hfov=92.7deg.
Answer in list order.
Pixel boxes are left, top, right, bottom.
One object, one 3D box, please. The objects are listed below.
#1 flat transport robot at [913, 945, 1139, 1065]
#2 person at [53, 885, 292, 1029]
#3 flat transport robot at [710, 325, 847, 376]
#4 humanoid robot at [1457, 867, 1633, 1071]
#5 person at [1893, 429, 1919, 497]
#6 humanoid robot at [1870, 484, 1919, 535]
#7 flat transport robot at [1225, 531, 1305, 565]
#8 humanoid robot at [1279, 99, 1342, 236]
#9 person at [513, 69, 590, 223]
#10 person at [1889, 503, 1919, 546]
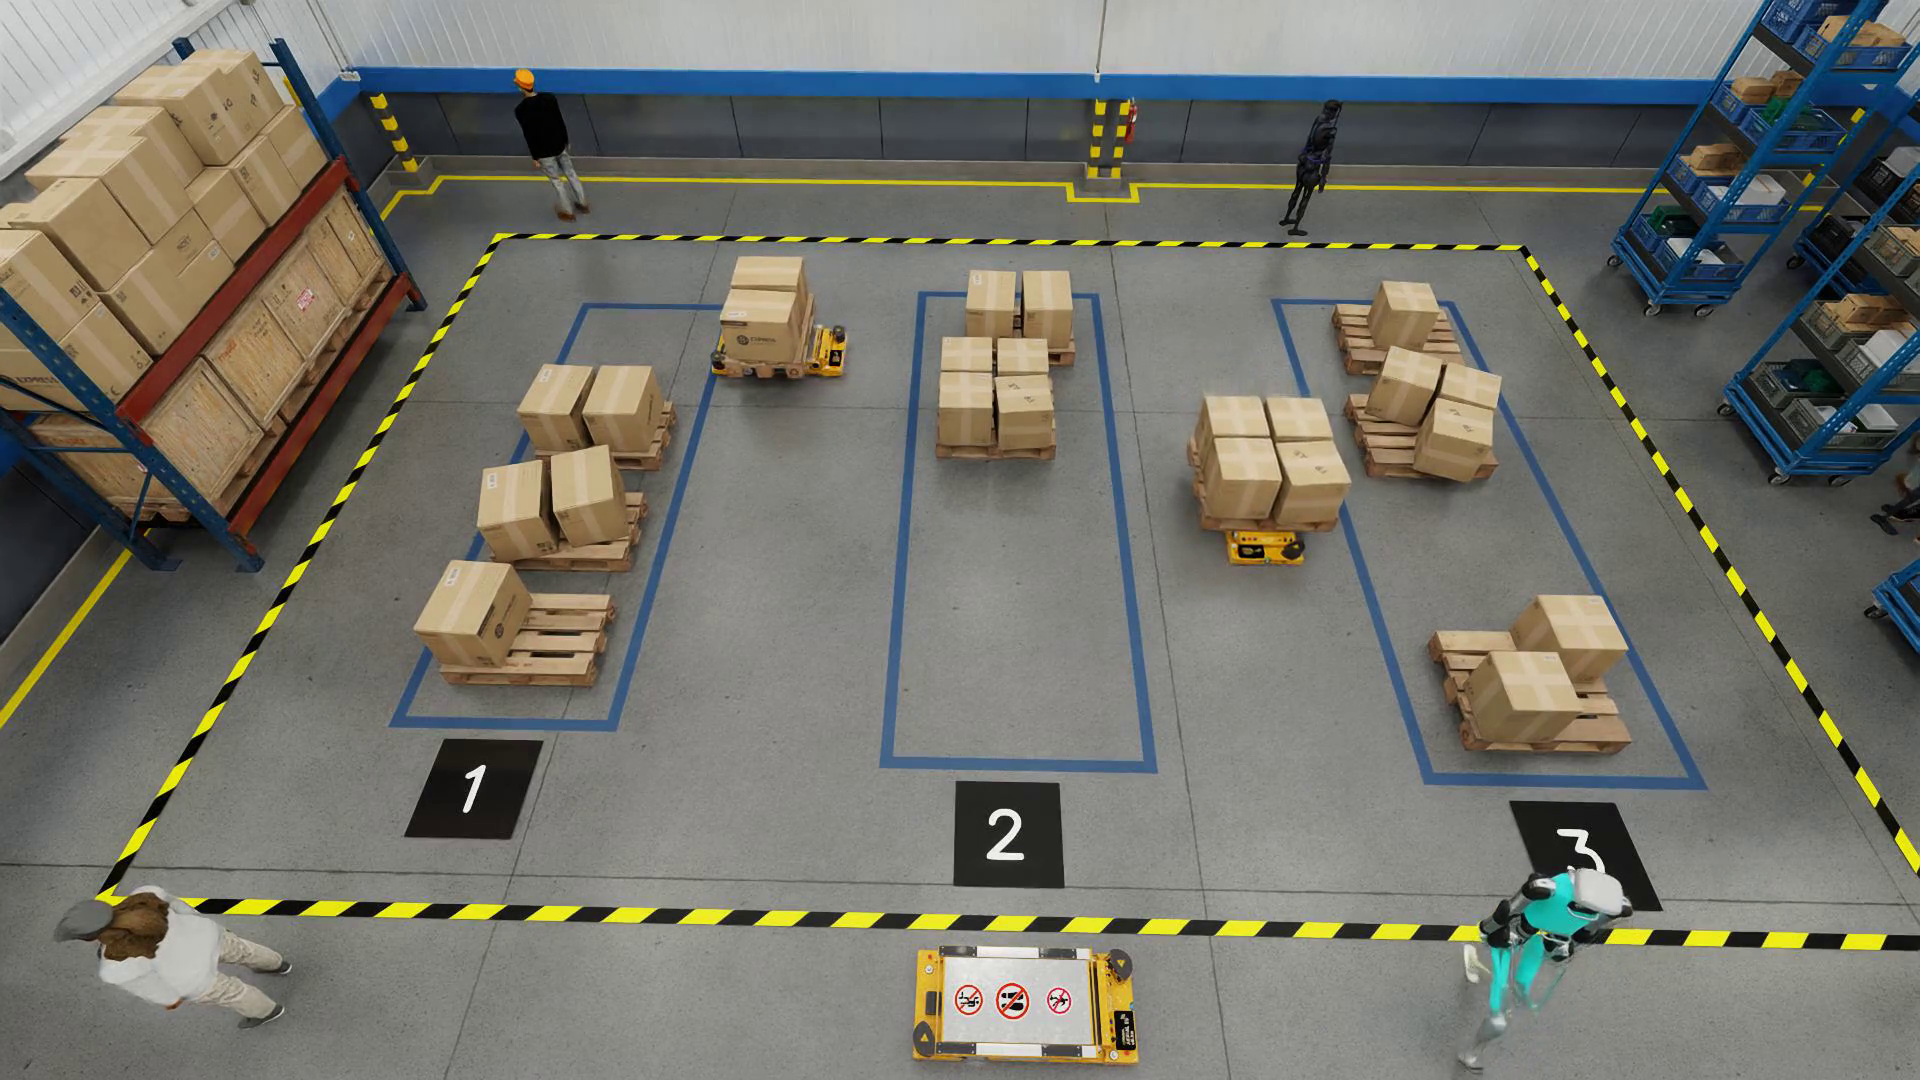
[{"bbox_3d":[0.422,3.041,6.007,1.431,0.231,0.659,1,51,1],"label":"flat transport robot"},{"bbox_3d":[-4.618,2.498,5.480,0.396,1.769,0.562,-9,51,-8],"label":"person"},{"bbox_3d":[-2.009,-2.124,10.199,1.431,0.197,0.652,1,51,1],"label":"flat transport robot"},{"bbox_3d":[3.378,2.633,5.400,0.532,1.768,0.961,11,52,8],"label":"humanoid robot"},{"bbox_3d":[9.481,-1.314,8.516,0.630,1.883,1.015,19,53,15],"label":"person"},{"bbox_3d":[8.957,-0.711,8.147,0.599,1.657,0.315,-24,55,-18],"label":"humanoid robot"},{"bbox_3d":[2.821,-0.386,8.782,0.652,0.197,1.431,1,51,1],"label":"flat transport robot"},{"bbox_3d":[4.353,-4.613,11.330,0.315,1.654,0.599,-7,51,-6],"label":"humanoid robot"},{"bbox_3d":[-5.125,-4.900,11.438,0.380,1.882,0.589,27,56,21],"label":"person"},{"bbox_3d":[9.110,-0.688,7.956,0.374,1.960,0.604,-4,51,-3],"label":"person"}]
